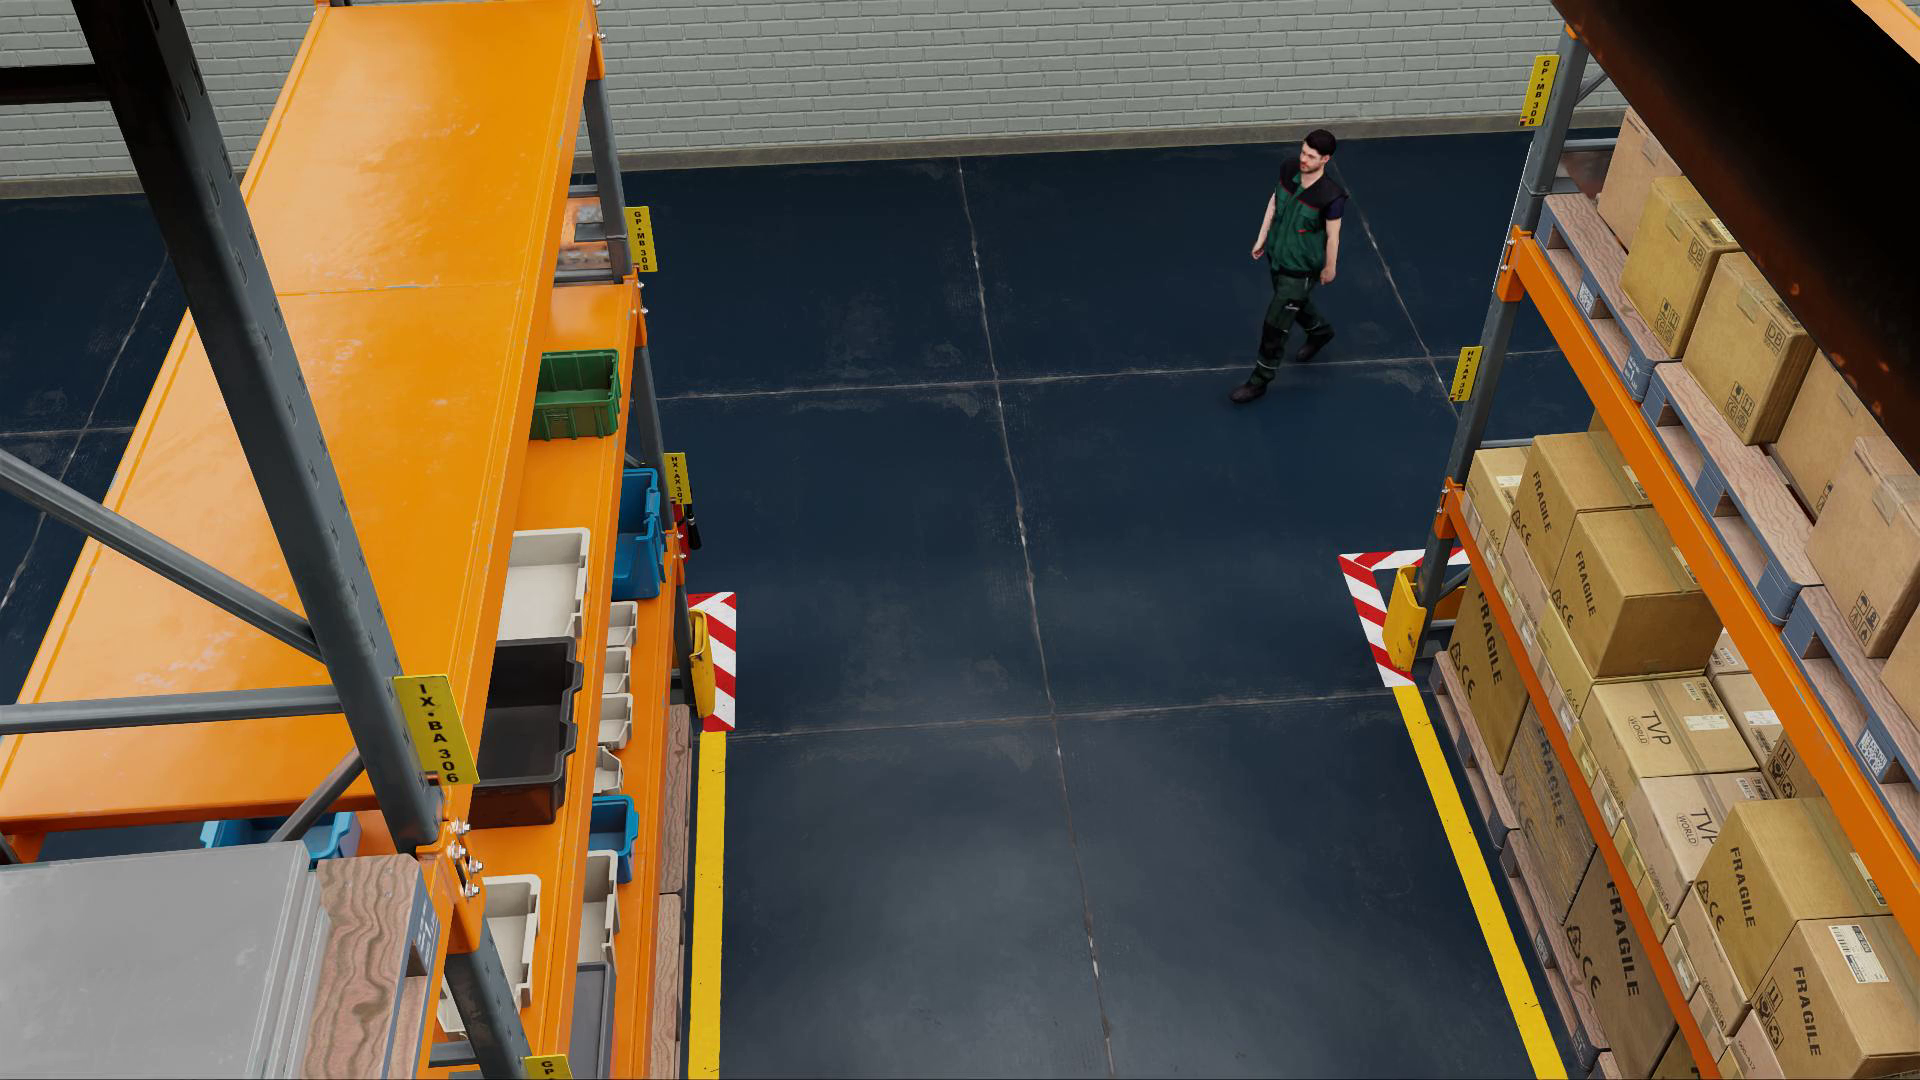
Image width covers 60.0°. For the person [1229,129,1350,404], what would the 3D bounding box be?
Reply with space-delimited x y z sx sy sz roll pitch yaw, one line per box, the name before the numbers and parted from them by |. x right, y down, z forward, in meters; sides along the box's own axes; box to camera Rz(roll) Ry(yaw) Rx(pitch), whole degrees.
person | 2.213 -1.811 10.677 1.097 1.864 1.256 -23 48 -22
